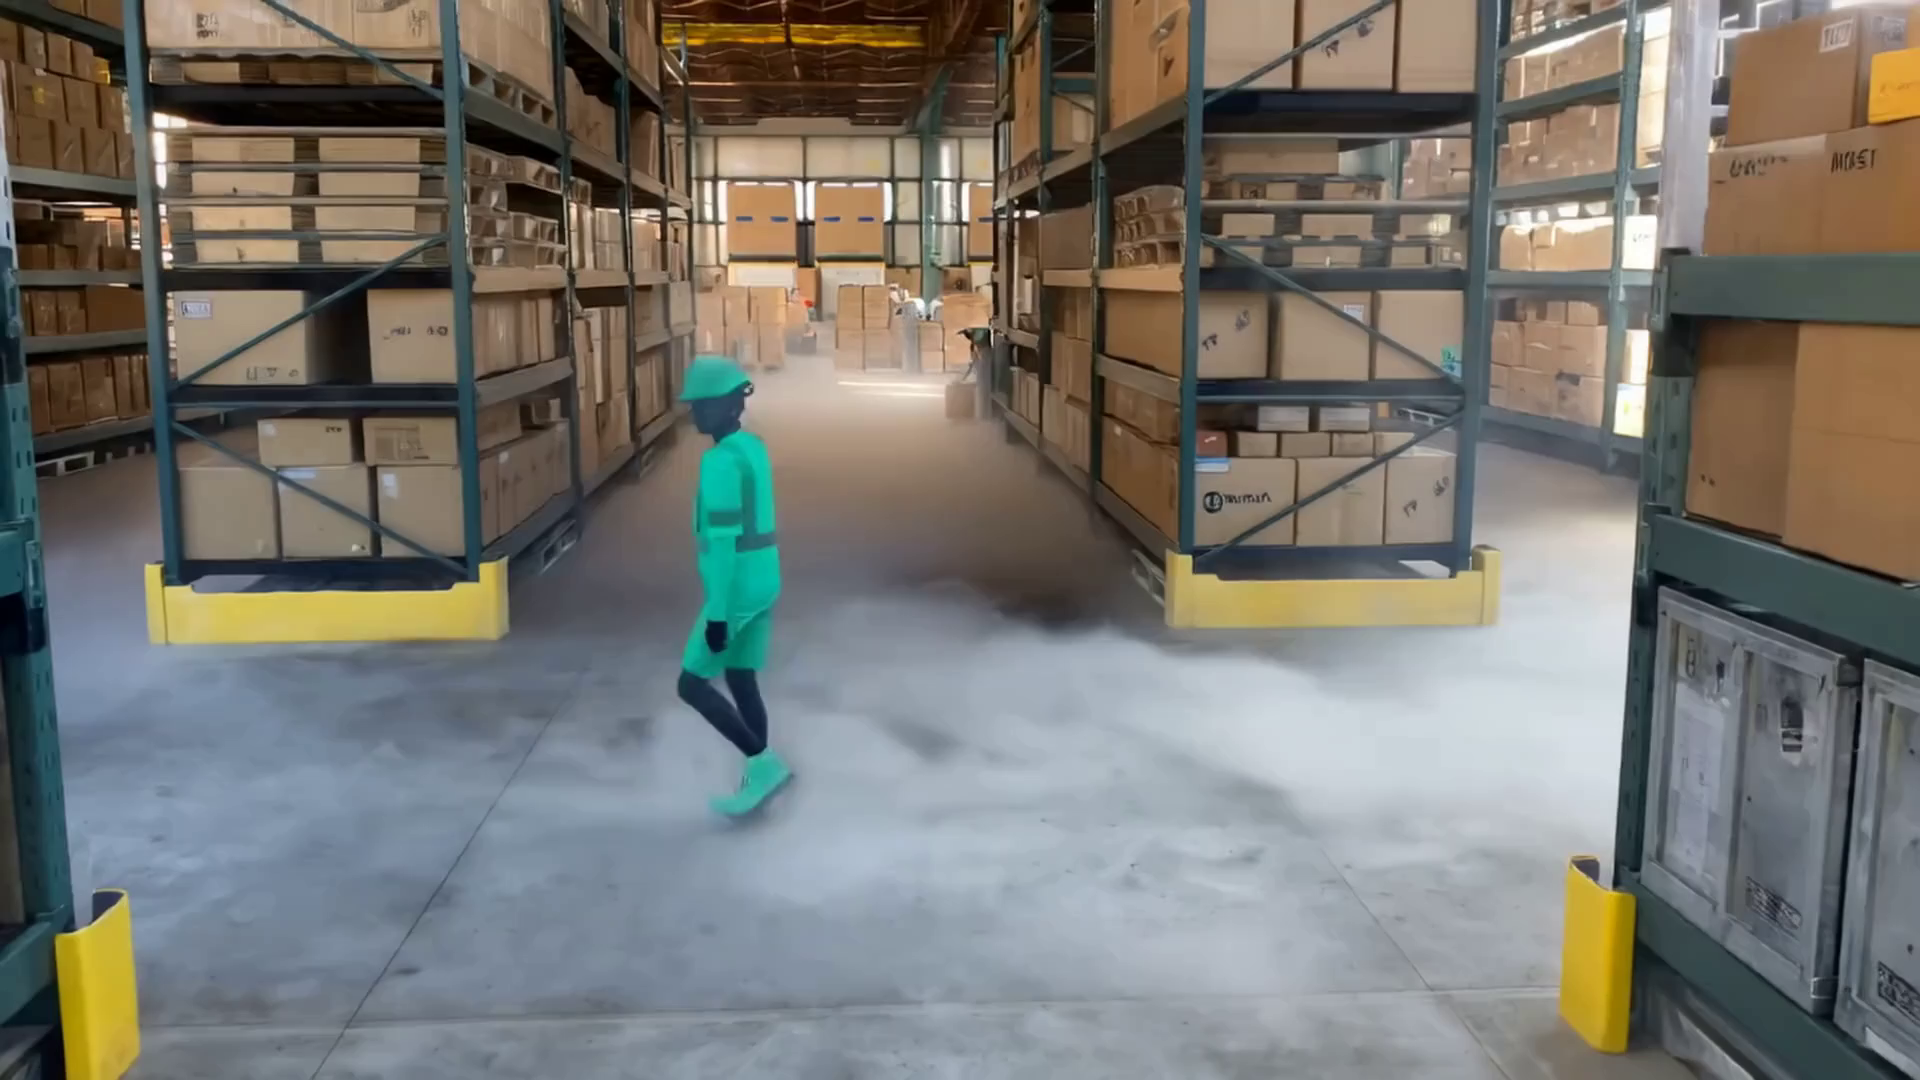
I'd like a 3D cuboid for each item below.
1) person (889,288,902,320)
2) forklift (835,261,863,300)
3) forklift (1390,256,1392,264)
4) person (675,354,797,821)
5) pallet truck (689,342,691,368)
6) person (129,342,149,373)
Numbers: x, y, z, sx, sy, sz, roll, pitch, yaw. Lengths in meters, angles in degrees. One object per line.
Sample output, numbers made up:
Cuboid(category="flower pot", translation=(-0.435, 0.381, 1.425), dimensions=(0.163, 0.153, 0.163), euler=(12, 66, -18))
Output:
Cuboid(category="person", translation=(-2.307, -7.829, 57.979), dimensions=(0.632, 1.931, 0.382), euler=(3, 10, 21))
Cuboid(category="forklift", translation=(-3.730, -8.019, 56.182), dimensions=(1.129, 2.768, 1.873), euler=(-1, 9, -4))
Cuboid(category="forklift", translation=(10.614, -5.724, 41.774), dimensions=(1.129, 2.768, 1.873), euler=(-9, 13, -44))
Cuboid(category="person", translation=(-0.992, 0.223, 7.103), dimensions=(0.430, 2.023, 0.622), euler=(2, 9, 9))
Cuboid(category="pallet truck", translation=(-5.225, -3.008, 27.480), dimensions=(1.885, 1.965, 0.823), euler=(2, 9, 14))
Cuboid(category="person", translation=(-13.662, -3.089, 27.997), dimensions=(0.614, 1.994, 0.381), euler=(-1, 9, -8))
